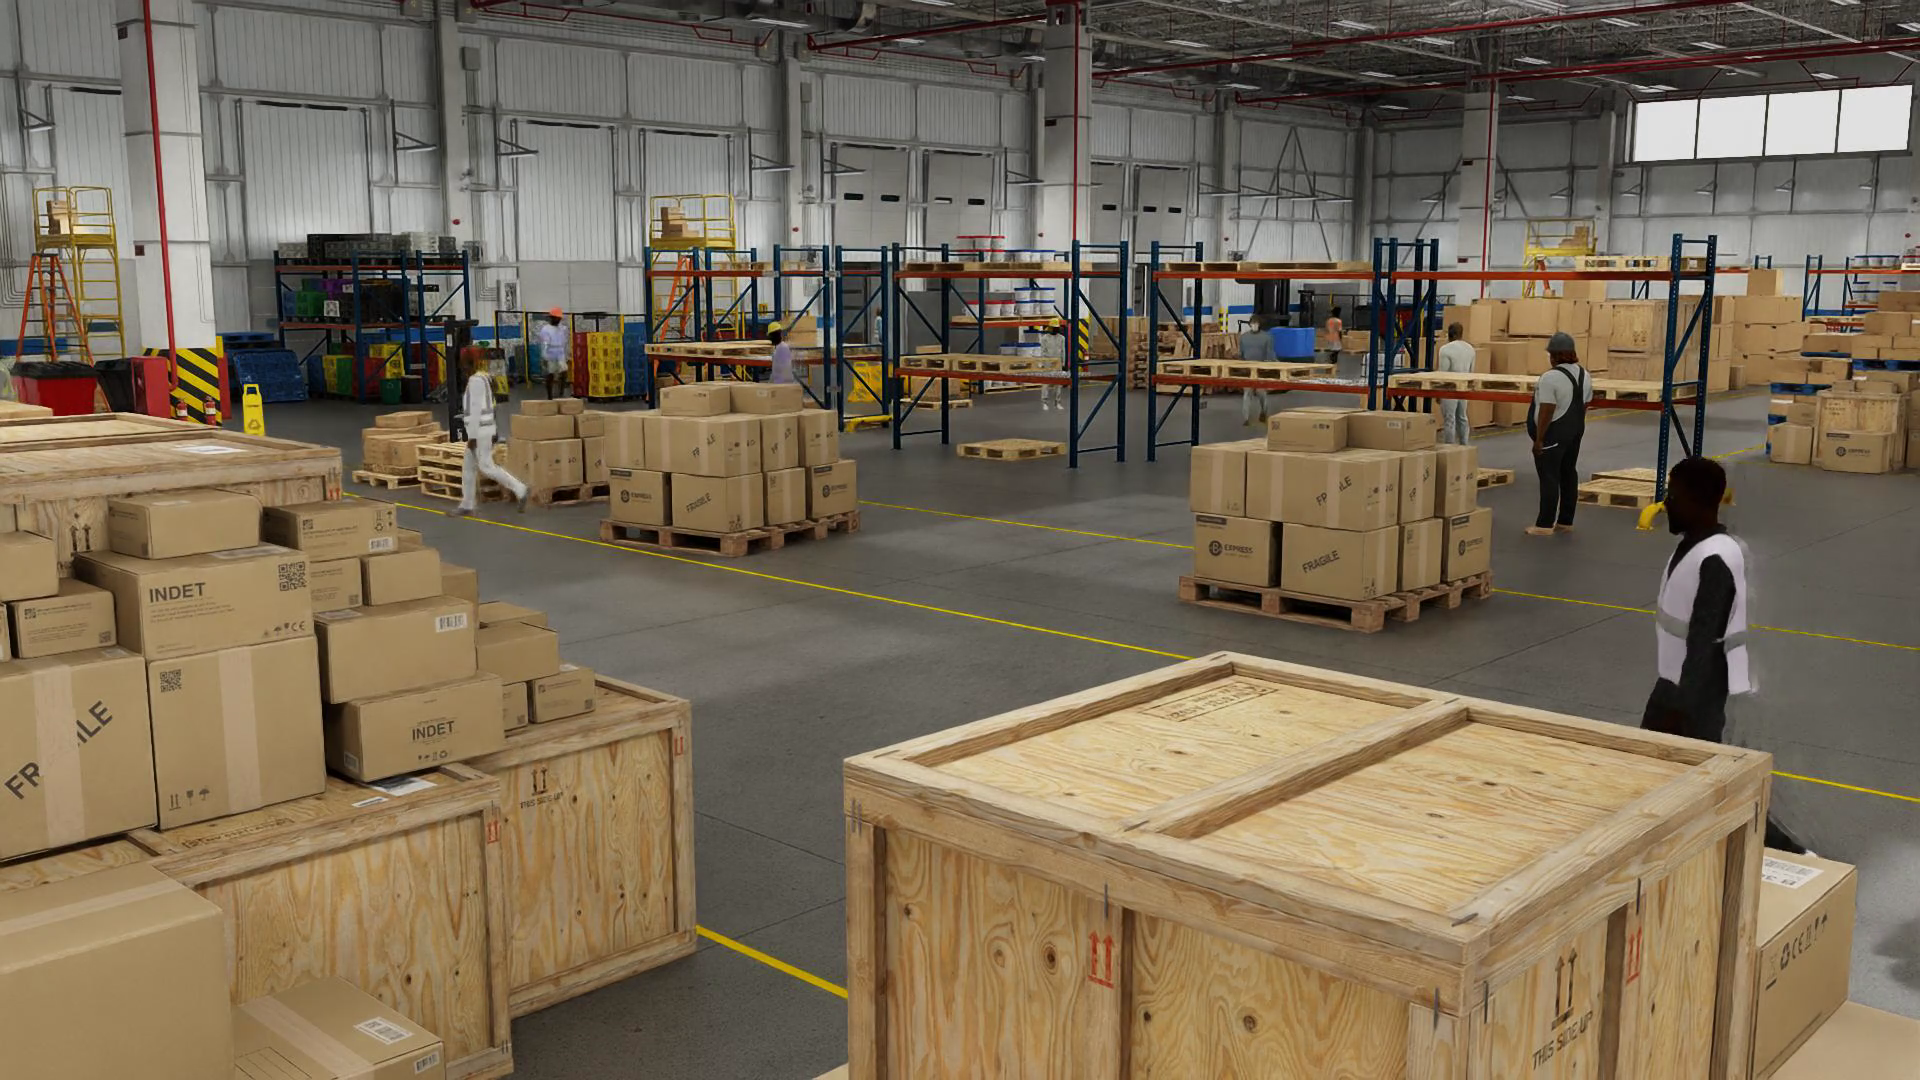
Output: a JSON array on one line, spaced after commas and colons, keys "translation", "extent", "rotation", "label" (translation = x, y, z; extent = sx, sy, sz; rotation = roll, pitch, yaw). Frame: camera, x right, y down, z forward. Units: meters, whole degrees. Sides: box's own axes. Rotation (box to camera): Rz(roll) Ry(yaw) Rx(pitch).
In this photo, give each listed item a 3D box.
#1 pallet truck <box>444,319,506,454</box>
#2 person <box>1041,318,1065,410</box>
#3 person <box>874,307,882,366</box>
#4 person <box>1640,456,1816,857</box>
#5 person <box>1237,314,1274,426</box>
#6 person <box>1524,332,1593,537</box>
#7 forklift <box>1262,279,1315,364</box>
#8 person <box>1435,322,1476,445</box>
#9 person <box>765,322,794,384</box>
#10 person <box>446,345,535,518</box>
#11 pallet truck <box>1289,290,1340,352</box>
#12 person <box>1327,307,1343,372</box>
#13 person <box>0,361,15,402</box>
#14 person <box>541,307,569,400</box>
[{"translation": [-6.981, -1.942, 22.150], "extent": [1.885, 1.965, 0.823], "rotation": [1, 9, 9], "label": "pallet truck"}, {"translation": [1.762, -3.314, 31.372], "extent": [0.486, 1.738, 0.322], "rotation": [-3, 10, -17], "label": "person"}, {"translation": [-2.136, -5.380, 44.365], "extent": [0.315, 1.633, 0.522], "rotation": [0, 9, -1], "label": "person"}, {"translation": [3.081, 0.600, 6.877], "extent": [0.834, 1.895, 0.592], "rotation": [2, 9, 10], "label": "person"}, {"translation": [5.047, -2.900, 28.332], "extent": [0.633, 1.916, 0.828], "rotation": [4, 10, 22], "label": "person"}, {"translation": [5.920, -1.056, 16.590], "extent": [0.688, 2.000, 0.538], "rotation": [-6, 11, -34], "label": "person"}, {"translation": [8.555, -6.090, 44.881], "extent": [1.873, 2.768, 1.129], "rotation": [9, 13, 43], "label": "forklift"}, {"translation": [6.870, -2.057, 23.091], "extent": [0.623, 1.931, 0.386], "rotation": [-5, 11, -30], "label": "person"}, {"translation": [-2.679, -2.373, 25.266], "extent": [0.953, 1.858, 0.601], "rotation": [-1, 9, -7], "label": "person"}, {"translation": [-5.055, -1.151, 17.784], "extent": [0.857, 1.847, 0.587], "rotation": [-3, 10, -18], "label": "person"}, {"translation": [11.297, -6.951, 52.861], "extent": [1.885, 1.965, 0.823], "rotation": [-5, 11, -29], "label": "pallet truck"}, {"translation": [9.691, -5.168, 42.886], "extent": [0.378, 1.680, 0.547], "rotation": [-4, 10, -23], "label": "person"}, {"translation": [-11.647, -1.506, 20.121], "extent": [0.954, 1.798, 0.636], "rotation": [-8, 12, -40], "label": "person"}, {"translation": [-7.824, -3.532, 32.147], "extent": [0.607, 1.910, 0.697], "rotation": [-7, 12, -36], "label": "person"}]
